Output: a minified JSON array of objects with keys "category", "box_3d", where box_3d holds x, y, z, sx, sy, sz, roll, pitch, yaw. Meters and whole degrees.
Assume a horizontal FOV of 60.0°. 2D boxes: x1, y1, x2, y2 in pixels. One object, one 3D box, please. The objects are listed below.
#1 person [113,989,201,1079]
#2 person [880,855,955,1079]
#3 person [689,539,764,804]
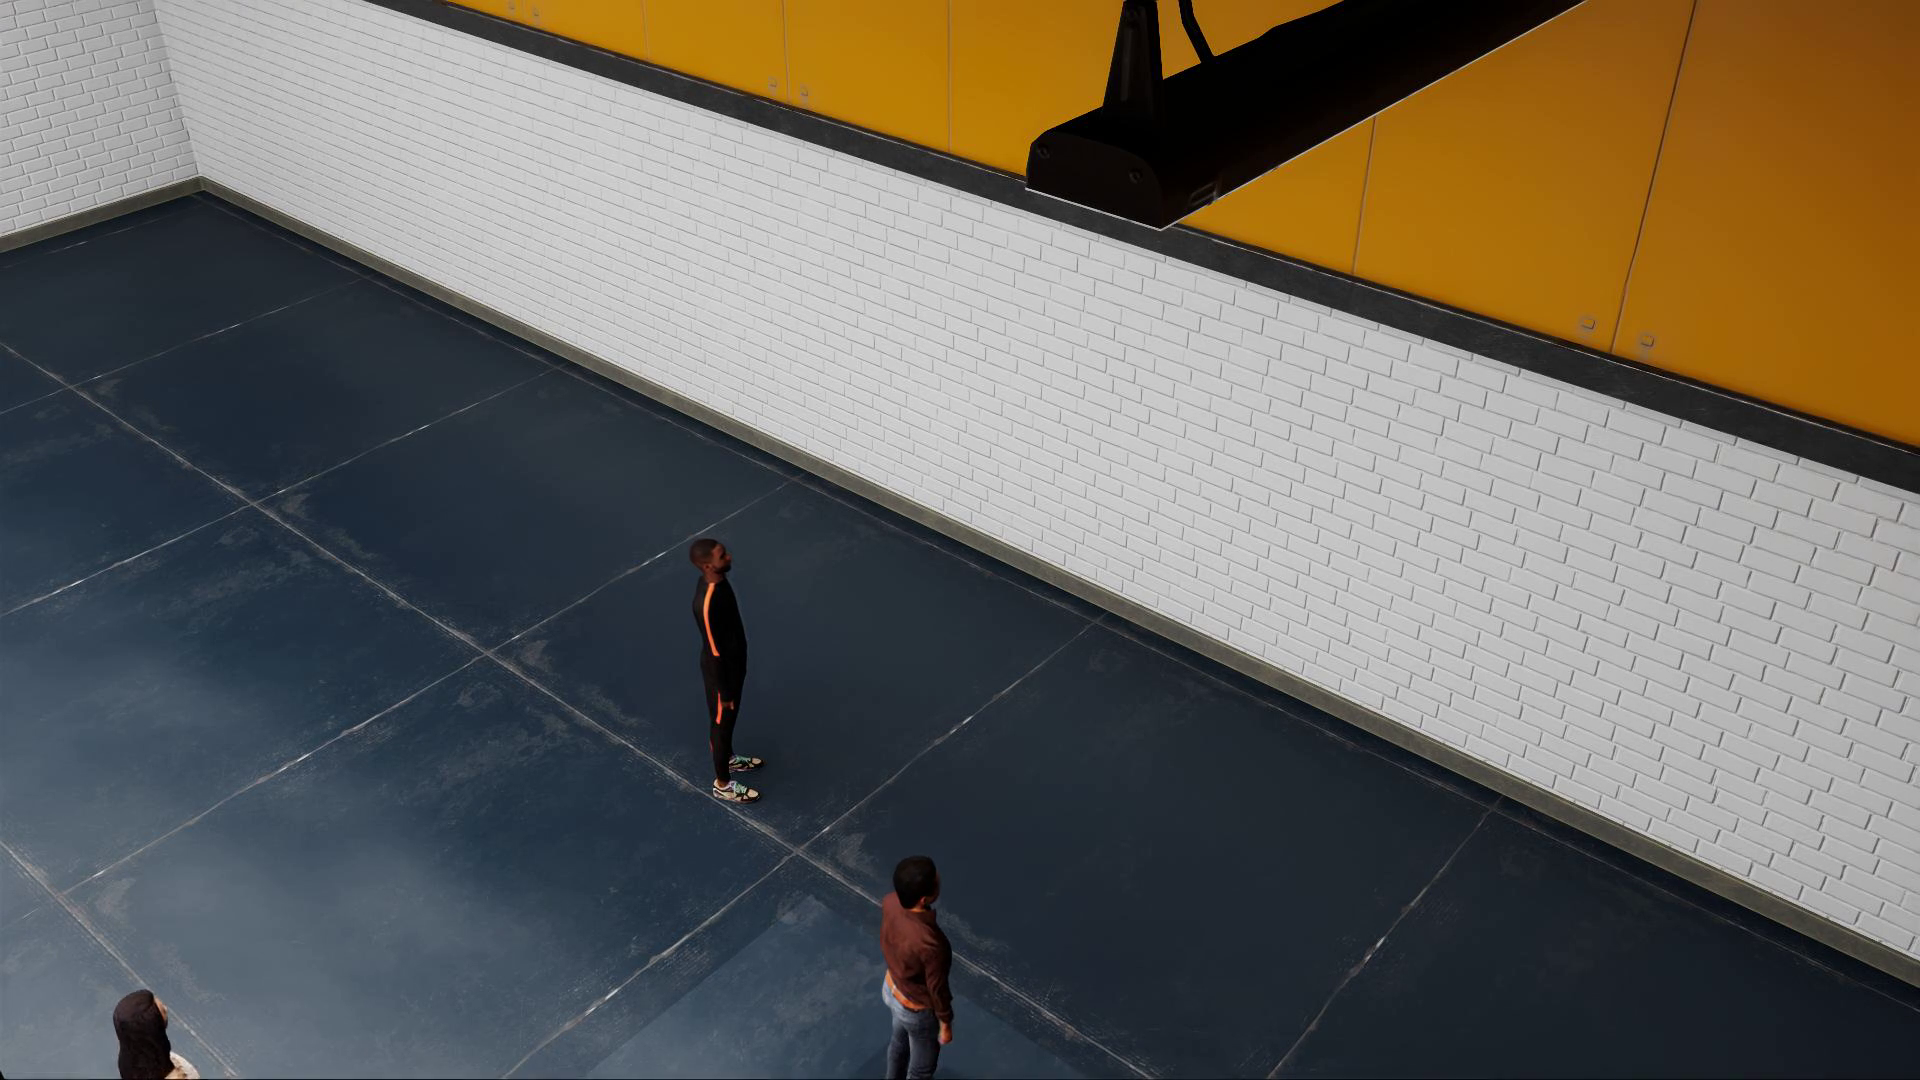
[{"category":"person","box_3d":[-3.395,2.663,7.122,0.578,1.690,1.053,25,41,33]},{"category":"person","box_3d":[-0.221,2.160,7.798,0.630,1.778,0.699,-19,38,-26]},{"category":"person","box_3d":[-1.417,0.752,9.890,0.754,1.808,0.676,0,34,0]}]
